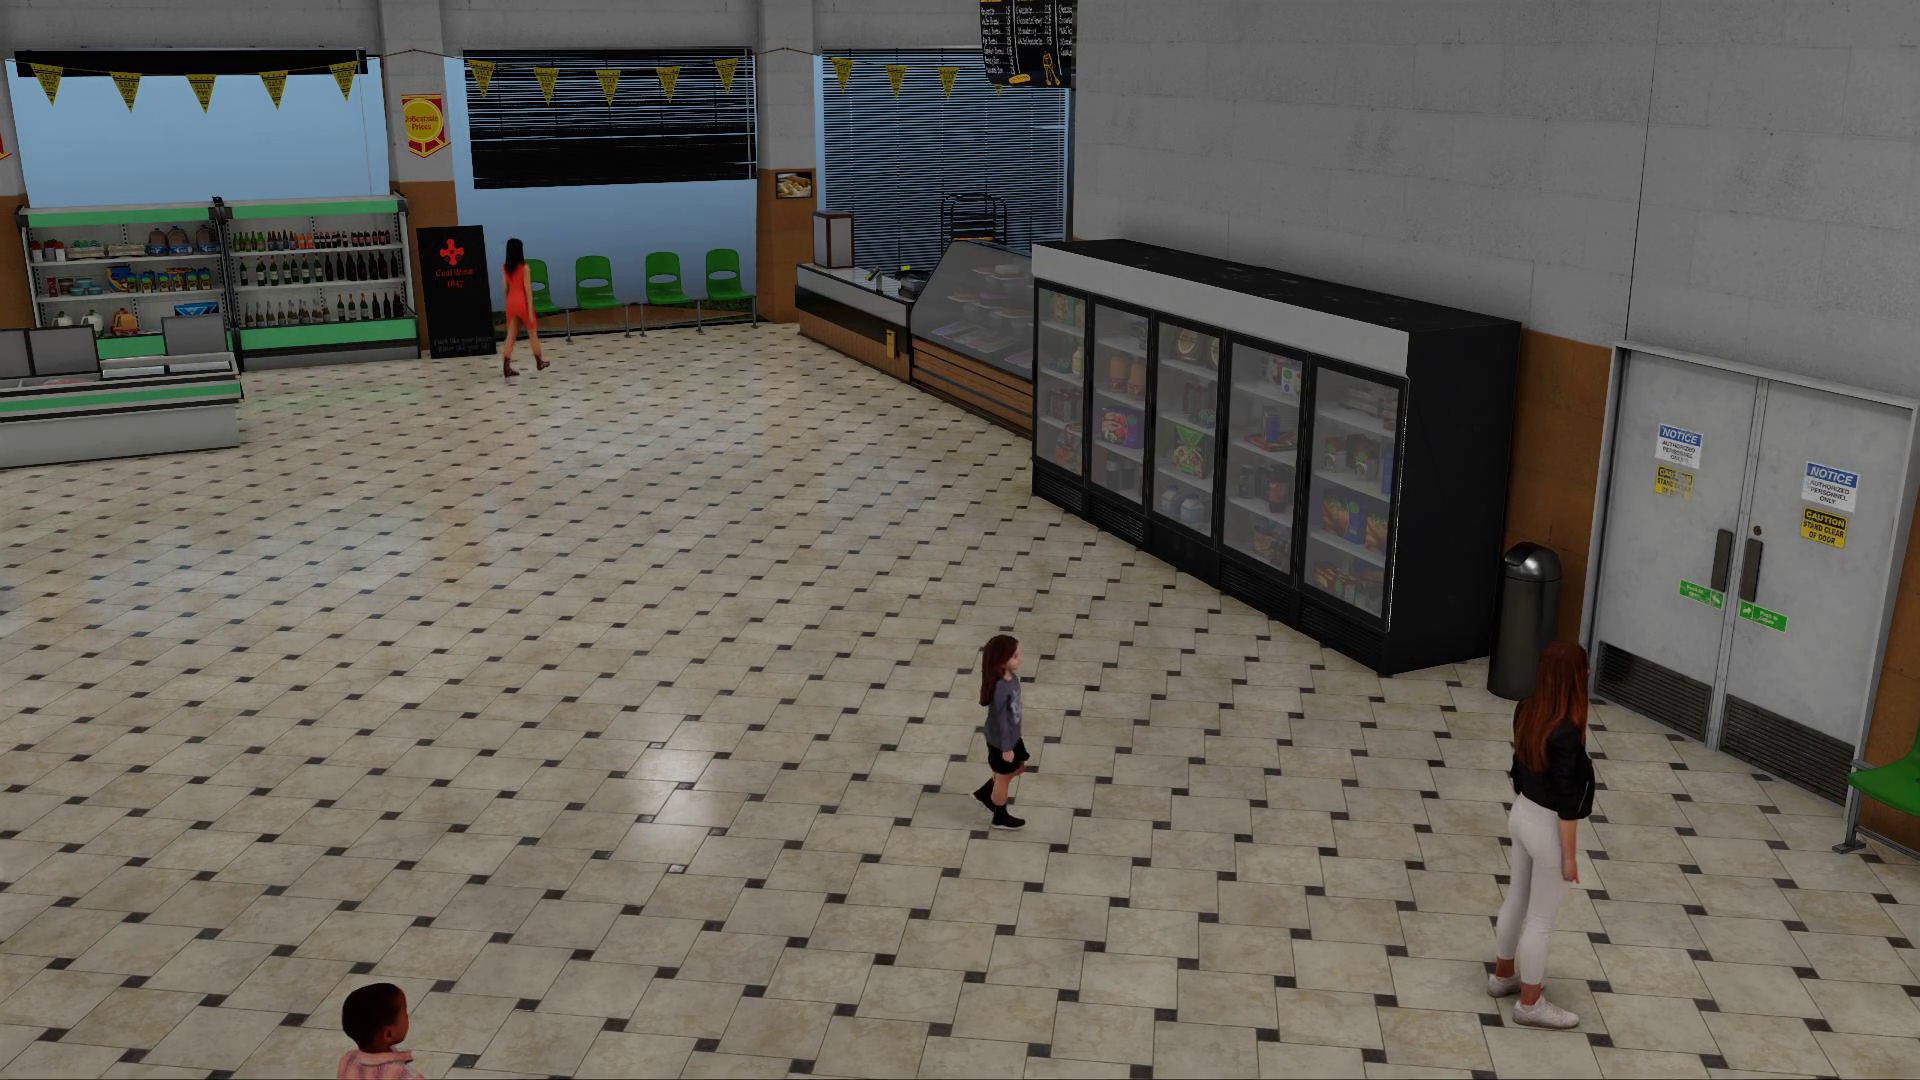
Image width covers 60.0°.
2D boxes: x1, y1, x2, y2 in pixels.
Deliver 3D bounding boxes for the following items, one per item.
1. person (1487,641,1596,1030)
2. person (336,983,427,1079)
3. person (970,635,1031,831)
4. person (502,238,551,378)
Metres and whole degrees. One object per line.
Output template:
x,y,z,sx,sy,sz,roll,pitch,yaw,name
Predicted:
2.470,1.226,7.048,0.617,1.704,0.663,-2,17,-8,person
-1.784,1.986,5.229,0.583,1.308,0.630,8,19,24,person
0.184,1.013,8.790,0.655,1.099,0.596,4,17,13,person
-5.440,-2.787,20.323,1.093,1.670,1.148,6,18,19,person
